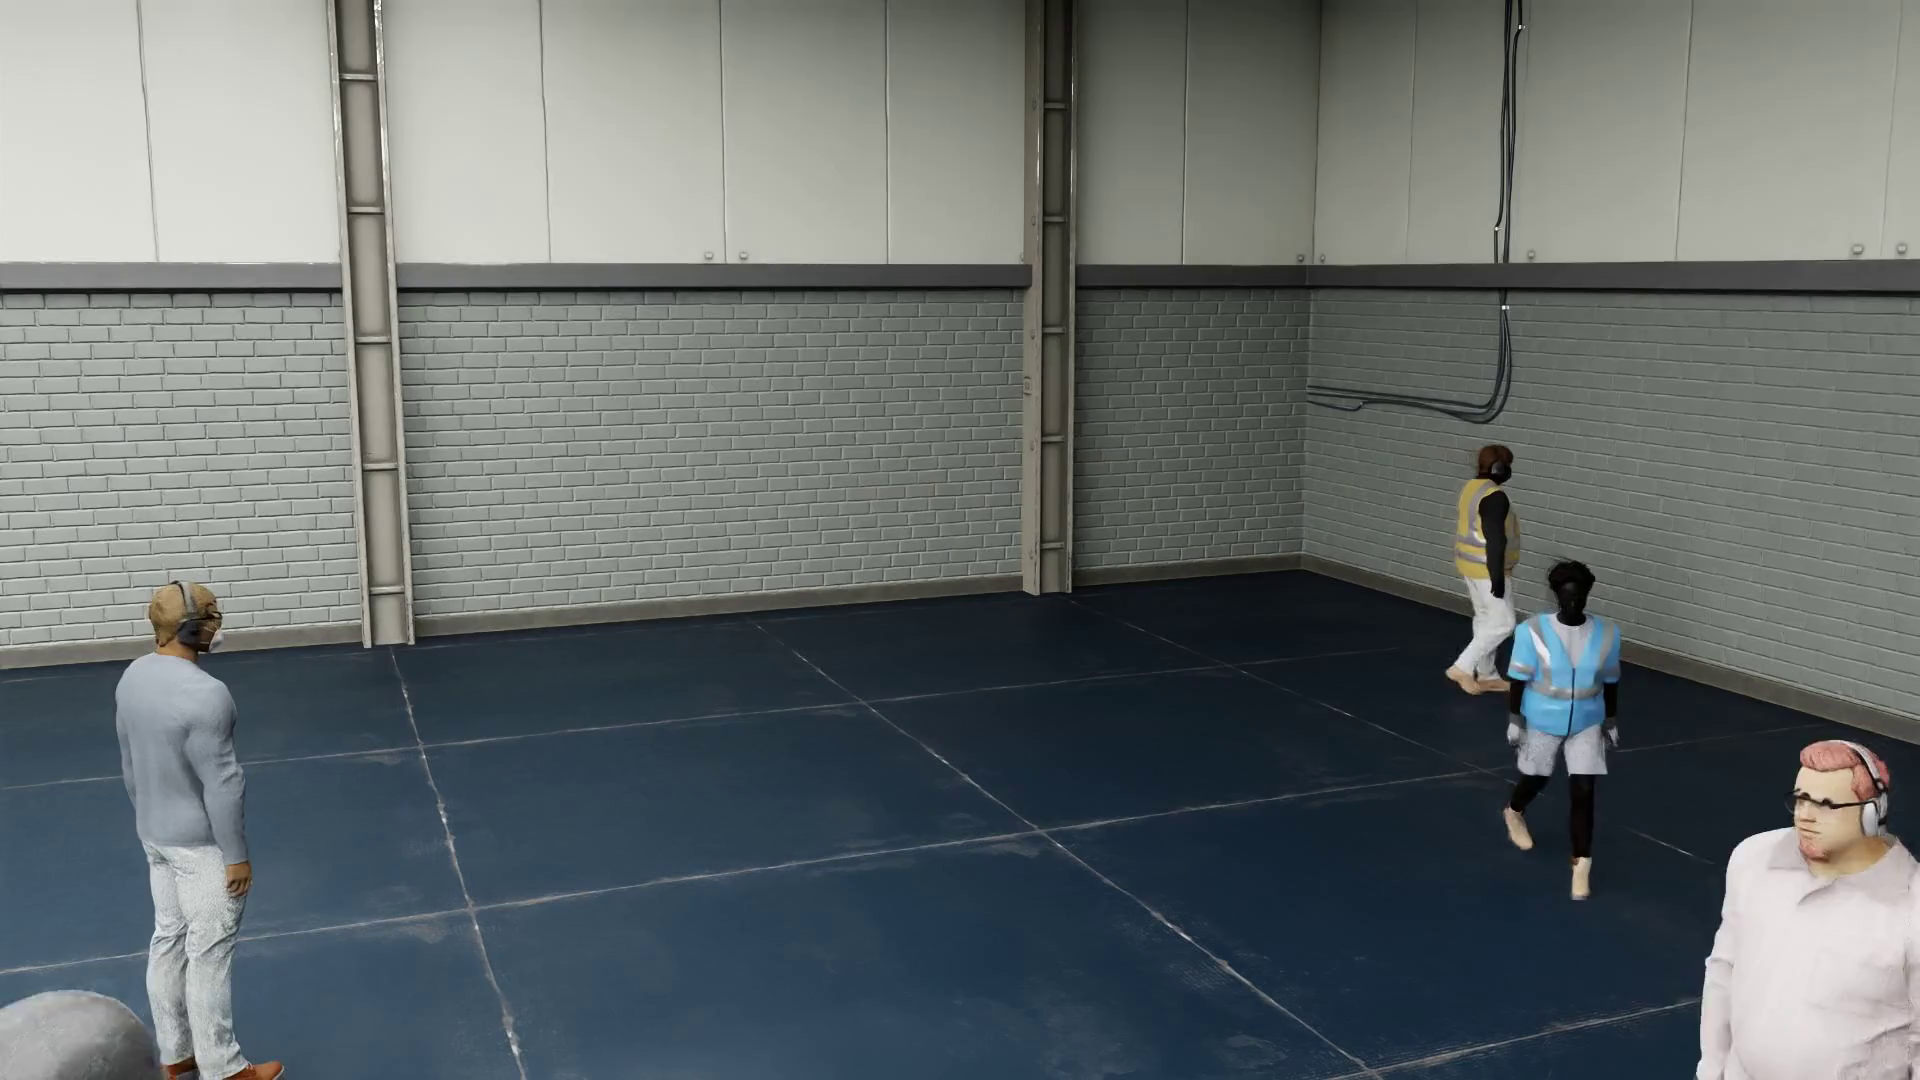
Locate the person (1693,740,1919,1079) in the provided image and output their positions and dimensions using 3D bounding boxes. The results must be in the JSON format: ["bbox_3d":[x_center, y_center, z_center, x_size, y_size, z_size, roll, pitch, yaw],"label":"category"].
[{"bbox_3d":[2.212,1.422,4.260,0.518,1.892,0.649,-4,10,-25],"label":"person"}]

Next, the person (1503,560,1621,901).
[{"bbox_3d":[3.006,0.887,8.354,0.564,1.657,0.794,1,9,6],"label":"person"}]

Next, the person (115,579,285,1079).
[{"bbox_3d":[-2.815,1.102,6.121,0.635,1.937,0.361,7,11,35],"label":"person"}]

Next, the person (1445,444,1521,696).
[{"bbox_3d":[3.803,0.225,11.955,0.499,1.830,0.678,1,9,4],"label":"person"}]
